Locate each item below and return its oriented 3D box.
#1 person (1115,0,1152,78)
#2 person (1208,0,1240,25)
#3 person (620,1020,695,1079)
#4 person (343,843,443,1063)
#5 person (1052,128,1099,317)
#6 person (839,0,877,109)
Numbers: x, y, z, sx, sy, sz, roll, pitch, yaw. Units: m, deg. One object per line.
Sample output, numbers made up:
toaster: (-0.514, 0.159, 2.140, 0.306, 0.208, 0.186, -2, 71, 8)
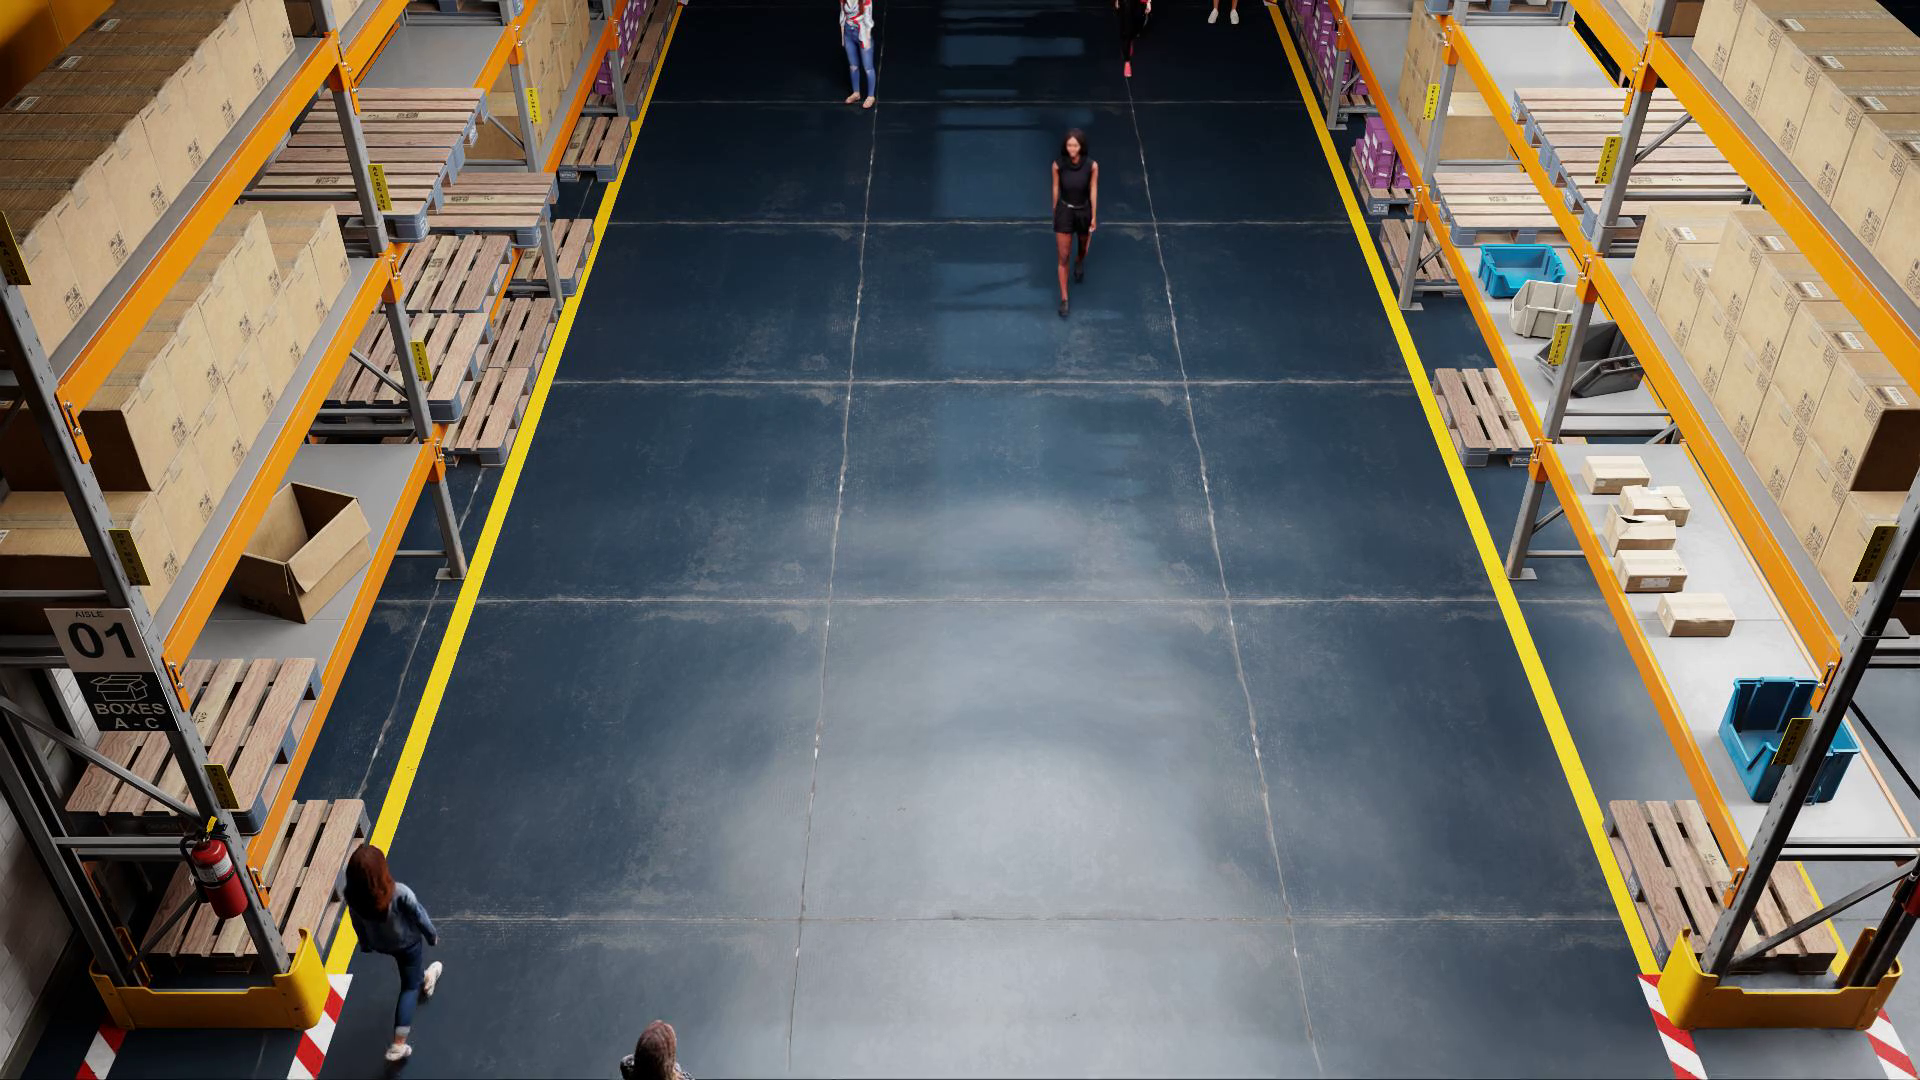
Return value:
person: (2.072, -6.464, 19.881, 0.621, 1.662, 1.108, -2, 39, -3)
person: (3.431, -7.464, 20.971, 0.674, 1.866, 0.590, 3, 39, 4)
person: (-1.471, 2.983, 8.052, 0.884, 1.663, 1.204, 14, 41, 16)
person: (-3.131, 2.250, 9.140, 0.667, 1.451, 1.008, 6, 39, 7)
person: (1.082, -3.043, 15.564, 0.583, 1.705, 1.136, 0, 39, 1)
person: (-1.161, -5.776, 19.061, 0.652, 1.611, 0.642, 17, 41, 20)
